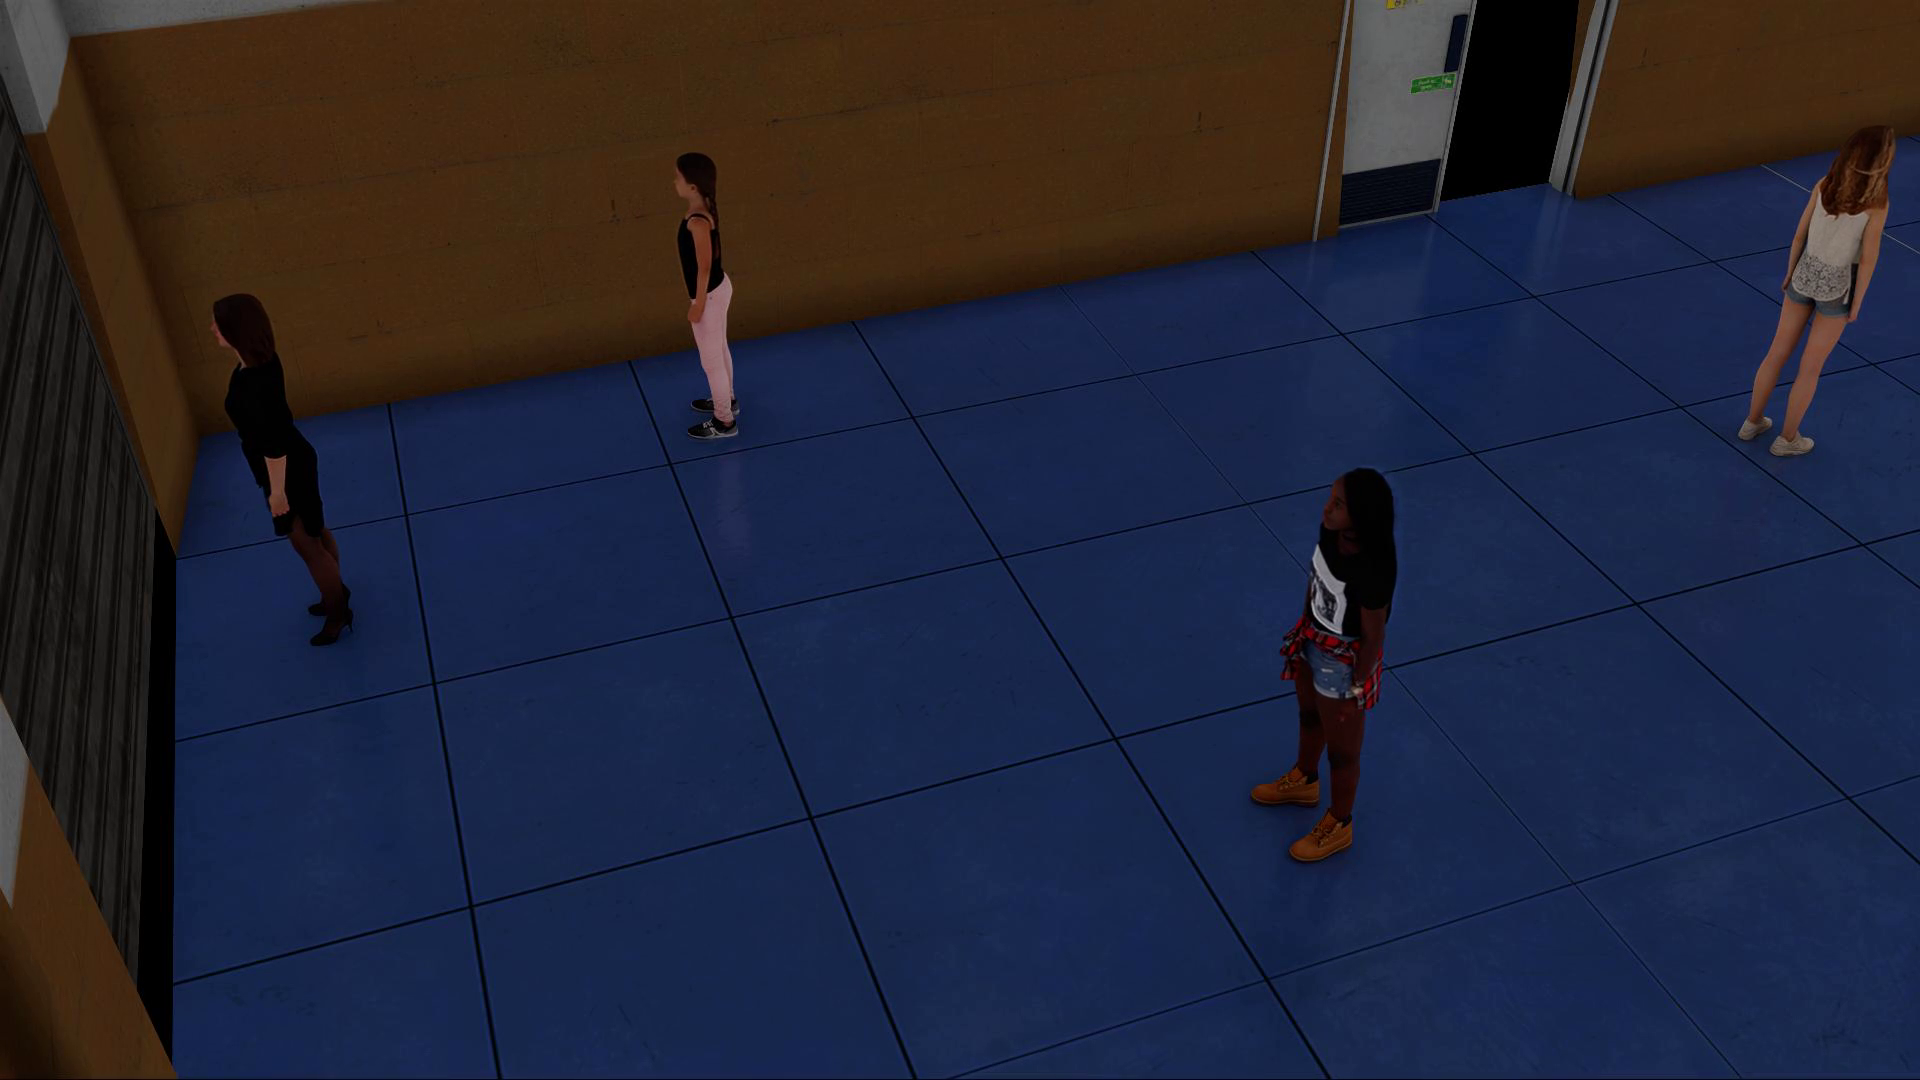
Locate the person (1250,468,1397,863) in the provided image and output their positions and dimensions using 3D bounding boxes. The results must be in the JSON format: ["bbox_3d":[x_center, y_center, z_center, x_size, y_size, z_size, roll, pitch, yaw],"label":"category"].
[{"bbox_3d":[1.378,0.457,6.101,0.682,1.727,0.547,-10,38,-13],"label":"person"}]

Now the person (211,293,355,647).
[{"bbox_3d":[-2.869,-0.288,7.098,0.654,1.706,0.438,-10,38,-13],"label":"person"}]

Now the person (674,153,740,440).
[{"bbox_3d":[-1.289,-1.252,8.513,0.652,1.565,0.549,0,37,0],"label":"person"}]

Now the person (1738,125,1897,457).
[{"bbox_3d":[4.303,-1.236,8.331,0.664,1.759,0.496,-20,41,-25],"label":"person"}]
